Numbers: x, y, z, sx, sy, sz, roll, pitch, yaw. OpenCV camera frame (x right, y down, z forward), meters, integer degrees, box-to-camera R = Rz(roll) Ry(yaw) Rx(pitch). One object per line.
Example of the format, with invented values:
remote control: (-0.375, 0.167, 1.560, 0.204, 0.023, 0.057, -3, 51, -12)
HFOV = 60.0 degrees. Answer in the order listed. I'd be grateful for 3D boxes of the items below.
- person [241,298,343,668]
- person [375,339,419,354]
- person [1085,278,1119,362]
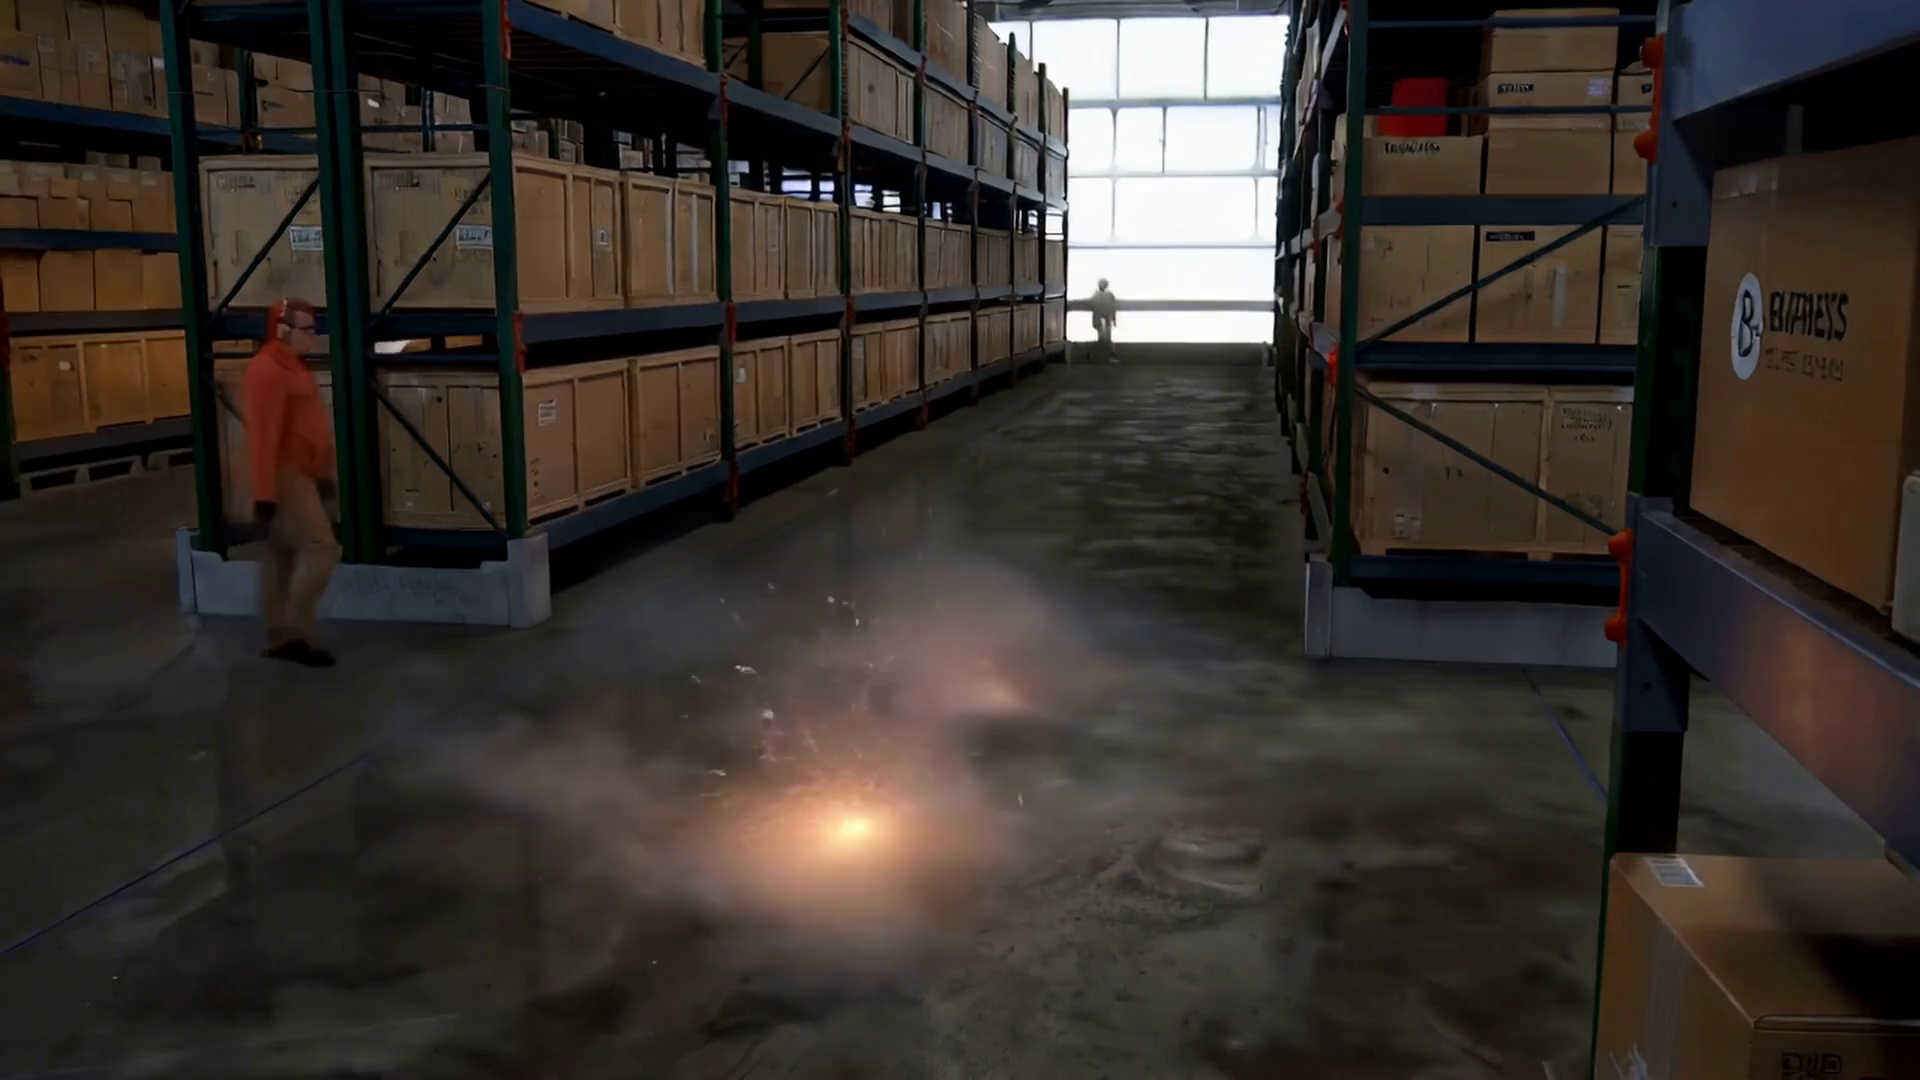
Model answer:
person: (-3.393, -0.287, 8.553, 0.550, 1.889, 0.665, -2, 9, -10)
person: (-4.873, -1.212, 14.464, 0.572, 1.831, 0.464, 7, 12, 38)
person: (3.171, -4.937, 37.392, 0.886, 1.887, 0.662, 8, 12, 42)
